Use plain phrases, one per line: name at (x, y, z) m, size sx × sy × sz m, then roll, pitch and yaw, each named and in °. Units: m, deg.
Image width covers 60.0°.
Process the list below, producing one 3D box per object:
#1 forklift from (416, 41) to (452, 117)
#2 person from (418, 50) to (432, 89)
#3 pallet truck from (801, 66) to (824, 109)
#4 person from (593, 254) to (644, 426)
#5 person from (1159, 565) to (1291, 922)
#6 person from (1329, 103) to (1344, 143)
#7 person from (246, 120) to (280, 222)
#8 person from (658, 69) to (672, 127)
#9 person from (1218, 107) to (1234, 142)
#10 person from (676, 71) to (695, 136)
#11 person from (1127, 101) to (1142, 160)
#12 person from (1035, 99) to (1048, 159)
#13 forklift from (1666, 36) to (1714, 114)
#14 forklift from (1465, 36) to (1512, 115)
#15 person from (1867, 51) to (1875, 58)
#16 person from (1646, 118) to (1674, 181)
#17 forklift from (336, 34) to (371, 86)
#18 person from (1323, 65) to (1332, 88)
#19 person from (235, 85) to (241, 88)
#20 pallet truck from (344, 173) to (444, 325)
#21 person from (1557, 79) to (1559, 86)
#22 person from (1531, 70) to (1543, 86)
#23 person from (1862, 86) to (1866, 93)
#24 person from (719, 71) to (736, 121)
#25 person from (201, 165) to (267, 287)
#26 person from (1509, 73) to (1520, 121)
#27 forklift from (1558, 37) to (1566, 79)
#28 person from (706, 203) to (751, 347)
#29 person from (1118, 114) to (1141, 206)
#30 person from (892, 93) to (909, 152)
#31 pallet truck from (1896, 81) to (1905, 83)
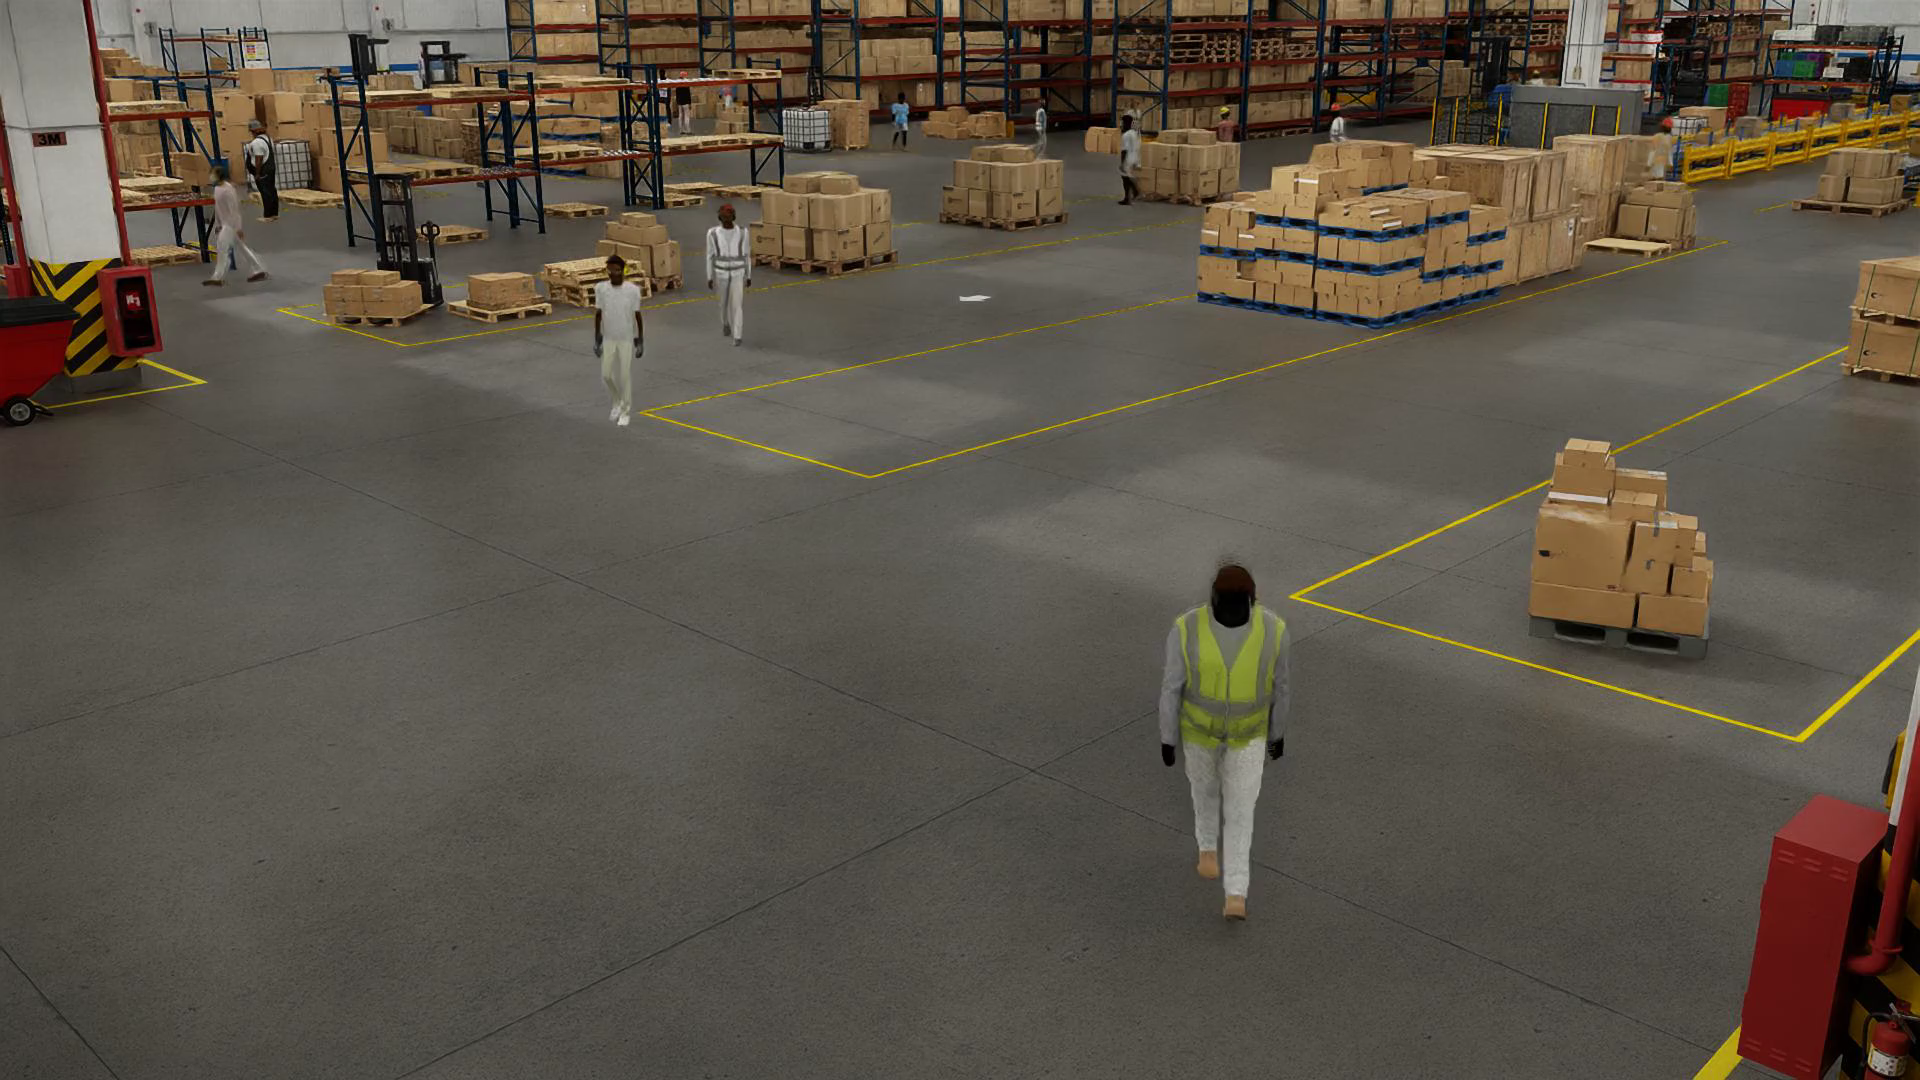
forklift at (-17.743, -15.541, 56.603) m, size 1.873 × 2.768 × 1.129 m, roll 16°, pitch 24°, yaw 41°
person at (-23.397, -20.409, 72.745) m, size 0.542 × 1.938 × 0.357 m, roll -7°, pitch 19°, yaw -19°
pallet truck at (-4.812, -15.182, 56.903) m, size 0.823 × 1.965 × 1.885 m, roll -9°, pitch 21°, yaw -26°
person at (-3.664, -2.130, 17.799) m, size 0.565 × 1.855 × 0.383 m, roll 0°, pitch 18°, yaw 0°
person at (1.332, 1.012, 8.422) m, size 0.654 × 1.795 × 0.926 m, roll 3°, pitch 19°, yaw 9°
person at (8.964, -9.525, 40.016) m, size 0.948 × 1.892 × 0.562 m, roll 11°, pitch 21°, yaw 30°
person at (-14.105, -7.455, 33.554) m, size 0.536 × 2.000 × 0.672 m, roll 1°, pitch 18°, yaw 2°
person at (-10.070, -15.082, 56.740) m, size 0.589 × 1.912 × 0.391 m, roll 12°, pitch 22°, yaw 31°
person at (6.475, -9.693, 40.736) m, size 0.524 × 1.764 × 0.323 m, roll -16°, pitch 24°, yaw -39°
person at (-8.828, -13.981, 53.289) m, size 0.608 × 1.995 × 0.377 m, roll 13°, pitch 23°, yaw 35°
person at (4.754, -11.158, 45.370) m, size 0.520 × 1.613 × 0.405 m, roll -7°, pitch 20°, yaw -21°
person at (2.220, -11.323, 45.846) m, size 0.406 × 1.623 × 0.543 m, roll -2°, pitch 18°, yaw -6°
forklift at (27.341, -17.291, 61.877) m, size 1.129 × 2.768 × 1.873 m, roll 17°, pitch 25°, yaw 41°
forklift at (19.973, -17.201, 61.605) m, size 1.873 × 2.768 × 1.129 m, roll 16°, pitch 24°, yaw 40°
person at (38.486, -19.708, 70.544) m, size 0.381 × 1.994 × 0.615 m, roll 12°, pitch 22°, yaw 32°
person at (15.096, -8.075, 35.658) m, size 0.553 × 1.887 × 0.950 m, roll -12°, pitch 22°, yaw -33°
forklift at (-23.405, -18.316, 64.967) m, size 1.129 × 2.768 × 1.873 m, roll 17°, pitch 25°, yaw 41°
person at (15.983, -20.028, 72.032) m, size 0.539 × 1.659 × 0.845 m, roll 9°, pitch 21°, yaw 26°
person at (-20.203, -11.831, 46.921) m, size 0.391 × 1.944 × 0.636 m, roll 4°, pitch 19°, yaw 12°
pallet truck at (-8.209, -4.181, 23.757) m, size 0.823 × 1.965 × 1.885 m, roll 3°, pitch 19°, yaw 9°
person at (20.546, -15.046, 57.089) m, size 0.509 × 1.611 × 0.675 m, roll 13°, pitch 23°, yaw 35°
person at (20.953, -16.191, 60.381) m, size 0.873 × 1.716 × 0.545 m, roll -8°, pitch 20°, yaw -24°
person at (36.243, -18.384, 66.973) m, size 0.532 × 1.730 × 0.893 m, roll -15°, pitch 24°, yaw -38°
person at (-8.269, -15.870, 59.309) m, size 0.627 × 1.796 × 0.976 m, roll 17°, pitch 25°, yaw 42°
person at (-11.589, -4.995, 26.396) m, size 1.034 × 1.890 × 0.648 m, roll -13°, pitch 22°, yaw -34°
person at (19.798, -15.810, 59.361) m, size 0.285 × 1.633 × 0.501 m, roll 9°, pitch 20°, yaw 25°
forklift at (22.476, -17.014, 61.041) m, size 1.873 × 2.768 × 1.129 m, roll -16°, pitch 24°, yaw -40°
person at (-3.068, -3.550, 22.107) m, size 0.584 × 1.858 × 0.899 m, roll -2°, pitch 18°, yaw -5°
person at (3.629, -8.203, 35.956) m, size 0.436 × 1.942 × 0.633 m, roll 10°, pitch 21°, yaw 28°
person at (-1.737, -12.097, 48.119) m, size 0.541 × 1.676 × 0.614 m, roll -6°, pitch 19°, yaw -17°
pallet truck at (34.802, -16.331, 61.455) m, size 0.653 × 1.274 × 1.630 m, roll 17°, pitch 25°, yaw 41°
